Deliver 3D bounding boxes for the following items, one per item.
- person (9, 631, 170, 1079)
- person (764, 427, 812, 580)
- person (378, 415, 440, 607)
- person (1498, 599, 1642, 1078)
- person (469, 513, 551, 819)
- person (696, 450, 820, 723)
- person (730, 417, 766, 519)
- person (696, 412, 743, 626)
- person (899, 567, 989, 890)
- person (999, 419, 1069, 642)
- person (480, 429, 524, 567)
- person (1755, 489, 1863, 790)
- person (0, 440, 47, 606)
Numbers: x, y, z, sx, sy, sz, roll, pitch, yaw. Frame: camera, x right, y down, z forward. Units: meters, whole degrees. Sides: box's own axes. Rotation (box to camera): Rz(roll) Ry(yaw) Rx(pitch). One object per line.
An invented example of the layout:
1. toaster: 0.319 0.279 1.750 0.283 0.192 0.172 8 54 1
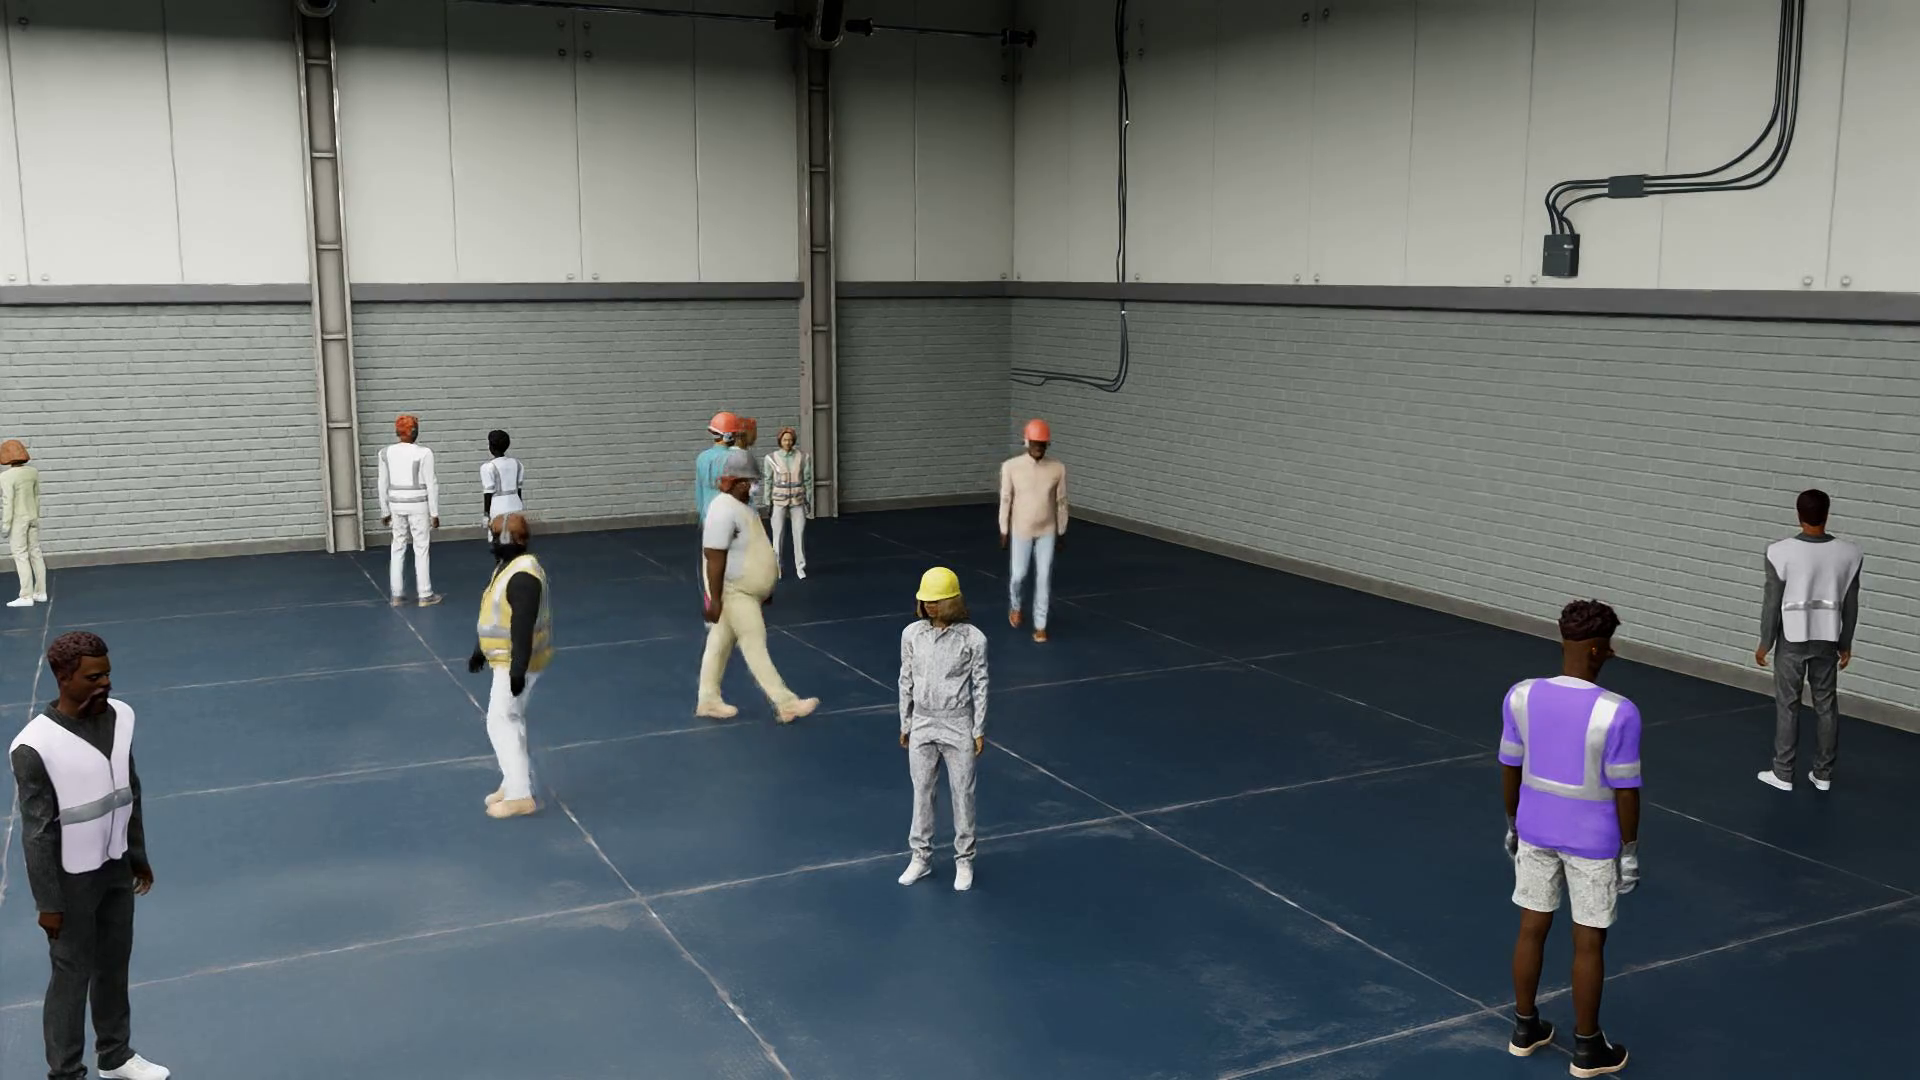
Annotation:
1. person: -3.429 1.288 6.515 0.391 1.911 0.584 1 9 9
2. person: -1.830 -0.385 17.670 0.509 1.627 0.322 -3 10 -15
3. person: -5.391 -0.281 16.280 0.607 1.876 0.358 1 9 8
4. person: 2.513 1.209 6.831 0.385 1.958 0.600 -8 12 -40
5. person: -2.727 0.754 10.121 0.473 1.815 0.710 -3 10 -19
6. person: -1.500 0.320 12.058 0.989 2.000 0.707 1 9 4
7. person: -2.180 -0.274 16.359 0.551 1.854 0.595 0 9 -3
8. person: -2.153 -0.176 15.252 0.623 1.993 0.385 8 12 41
9. person: -0.095 0.995 8.817 0.489 1.740 0.322 3 10 18
10. person: 0.657 -0.098 14.801 0.635 1.983 0.539 -1 9 -9
11. person: -4.583 -0.260 16.682 0.322 1.697 0.535 5 11 30
12. person: 5.338 0.639 10.488 0.590 1.913 0.395 0 9 3
13. person: -9.206 -0.166 16.302 0.269 1.632 0.509 1 9 6
